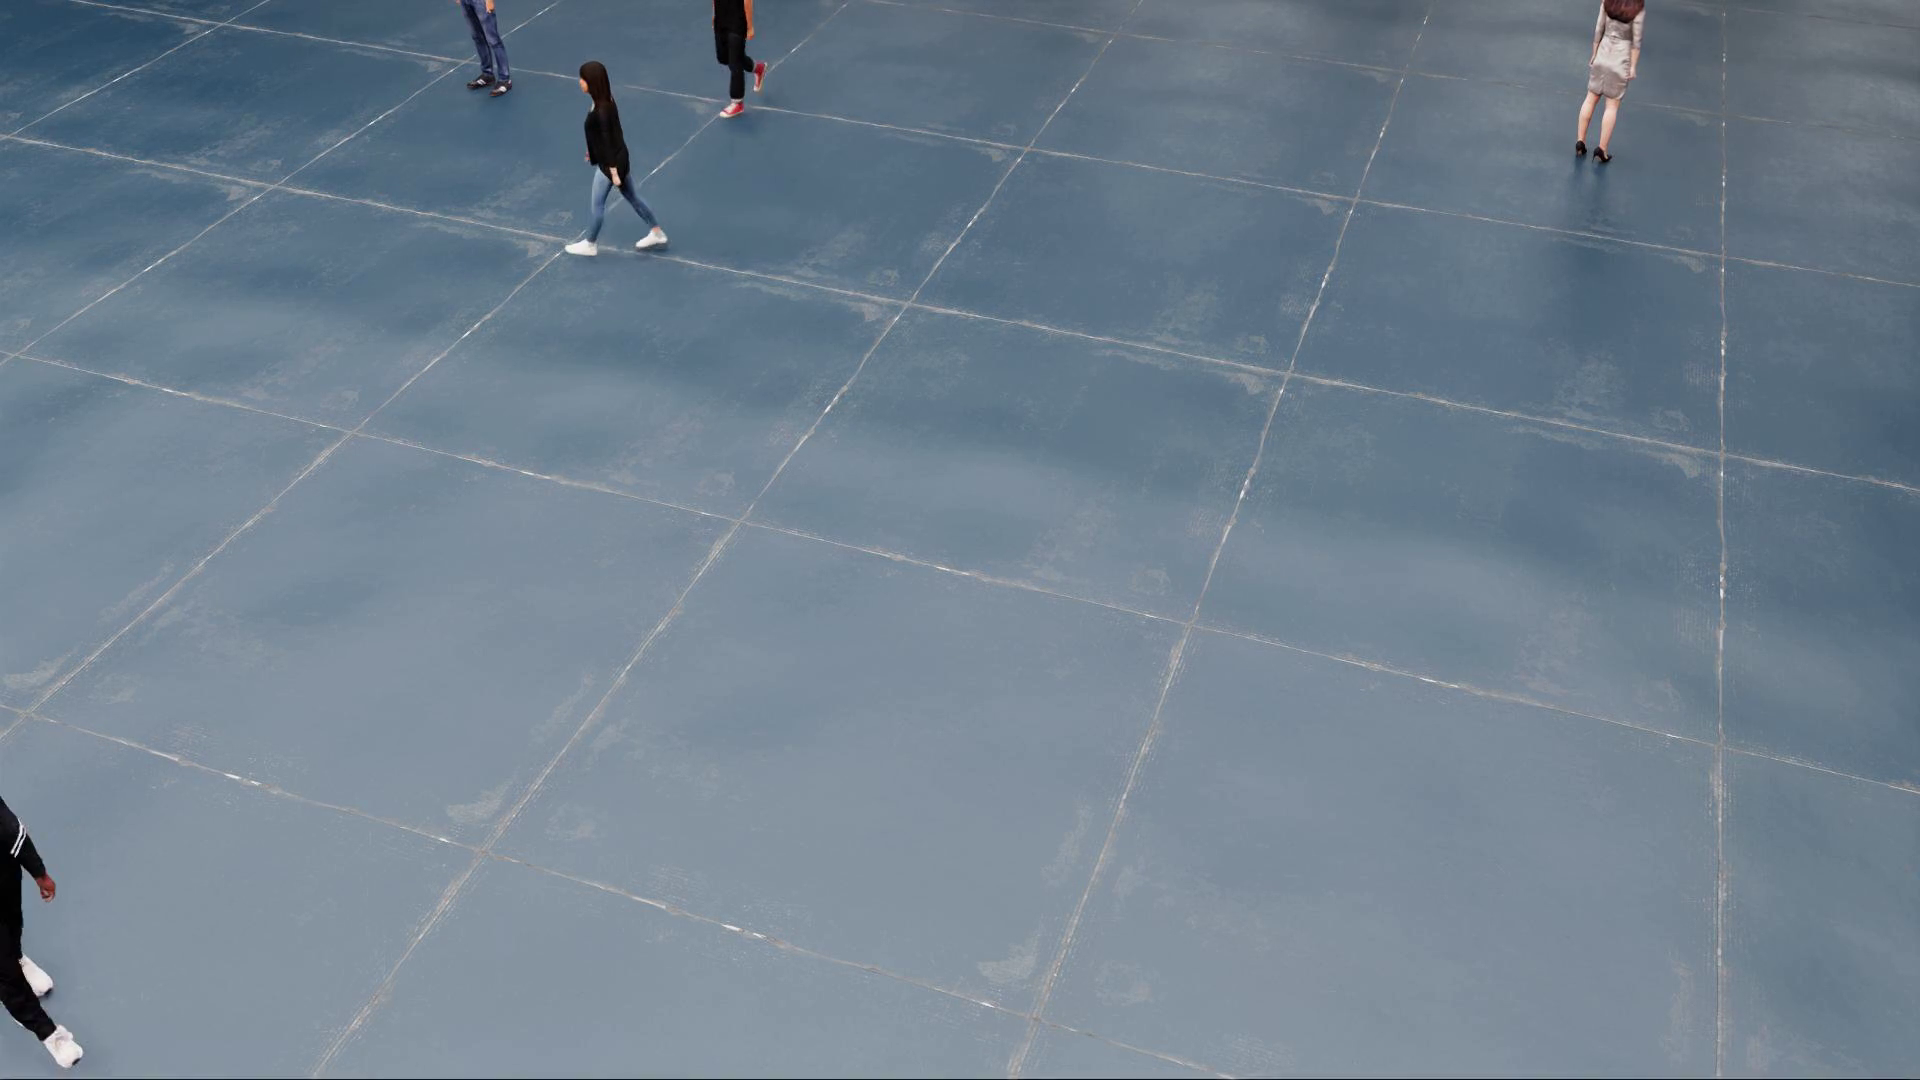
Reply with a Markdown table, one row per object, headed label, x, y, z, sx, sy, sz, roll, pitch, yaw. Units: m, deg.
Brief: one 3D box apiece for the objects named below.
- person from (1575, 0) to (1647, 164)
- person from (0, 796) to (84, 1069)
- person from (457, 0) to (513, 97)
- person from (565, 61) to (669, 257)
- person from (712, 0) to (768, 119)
| label | x | y | z | sx | sy | sz | roll | pitch | yaw |
| --- | --- | --- | --- | --- | --- | --- | --- | --- | --- |
| person | 5.708 | -4.156 | 14.555 | 0.665 | 1.745 | 0.662 | -28 | 46 | -31 |
| person | -4.400 | 1.460 | 7.340 | 0.921 | 1.790 | 1.136 | 23 | 44 | 26 |
| person | -4.575 | -5.171 | 15.755 | 0.693 | 1.865 | 0.648 | 25 | 45 | 28 |
| person | -2.691 | -3.008 | 13.198 | 0.875 | 1.608 | 1.047 | -1 | 38 | -1 |
| person | -2.058 | -4.842 | 15.432 | 0.860 | 1.744 | 1.038 | 29 | 47 | 32 |
